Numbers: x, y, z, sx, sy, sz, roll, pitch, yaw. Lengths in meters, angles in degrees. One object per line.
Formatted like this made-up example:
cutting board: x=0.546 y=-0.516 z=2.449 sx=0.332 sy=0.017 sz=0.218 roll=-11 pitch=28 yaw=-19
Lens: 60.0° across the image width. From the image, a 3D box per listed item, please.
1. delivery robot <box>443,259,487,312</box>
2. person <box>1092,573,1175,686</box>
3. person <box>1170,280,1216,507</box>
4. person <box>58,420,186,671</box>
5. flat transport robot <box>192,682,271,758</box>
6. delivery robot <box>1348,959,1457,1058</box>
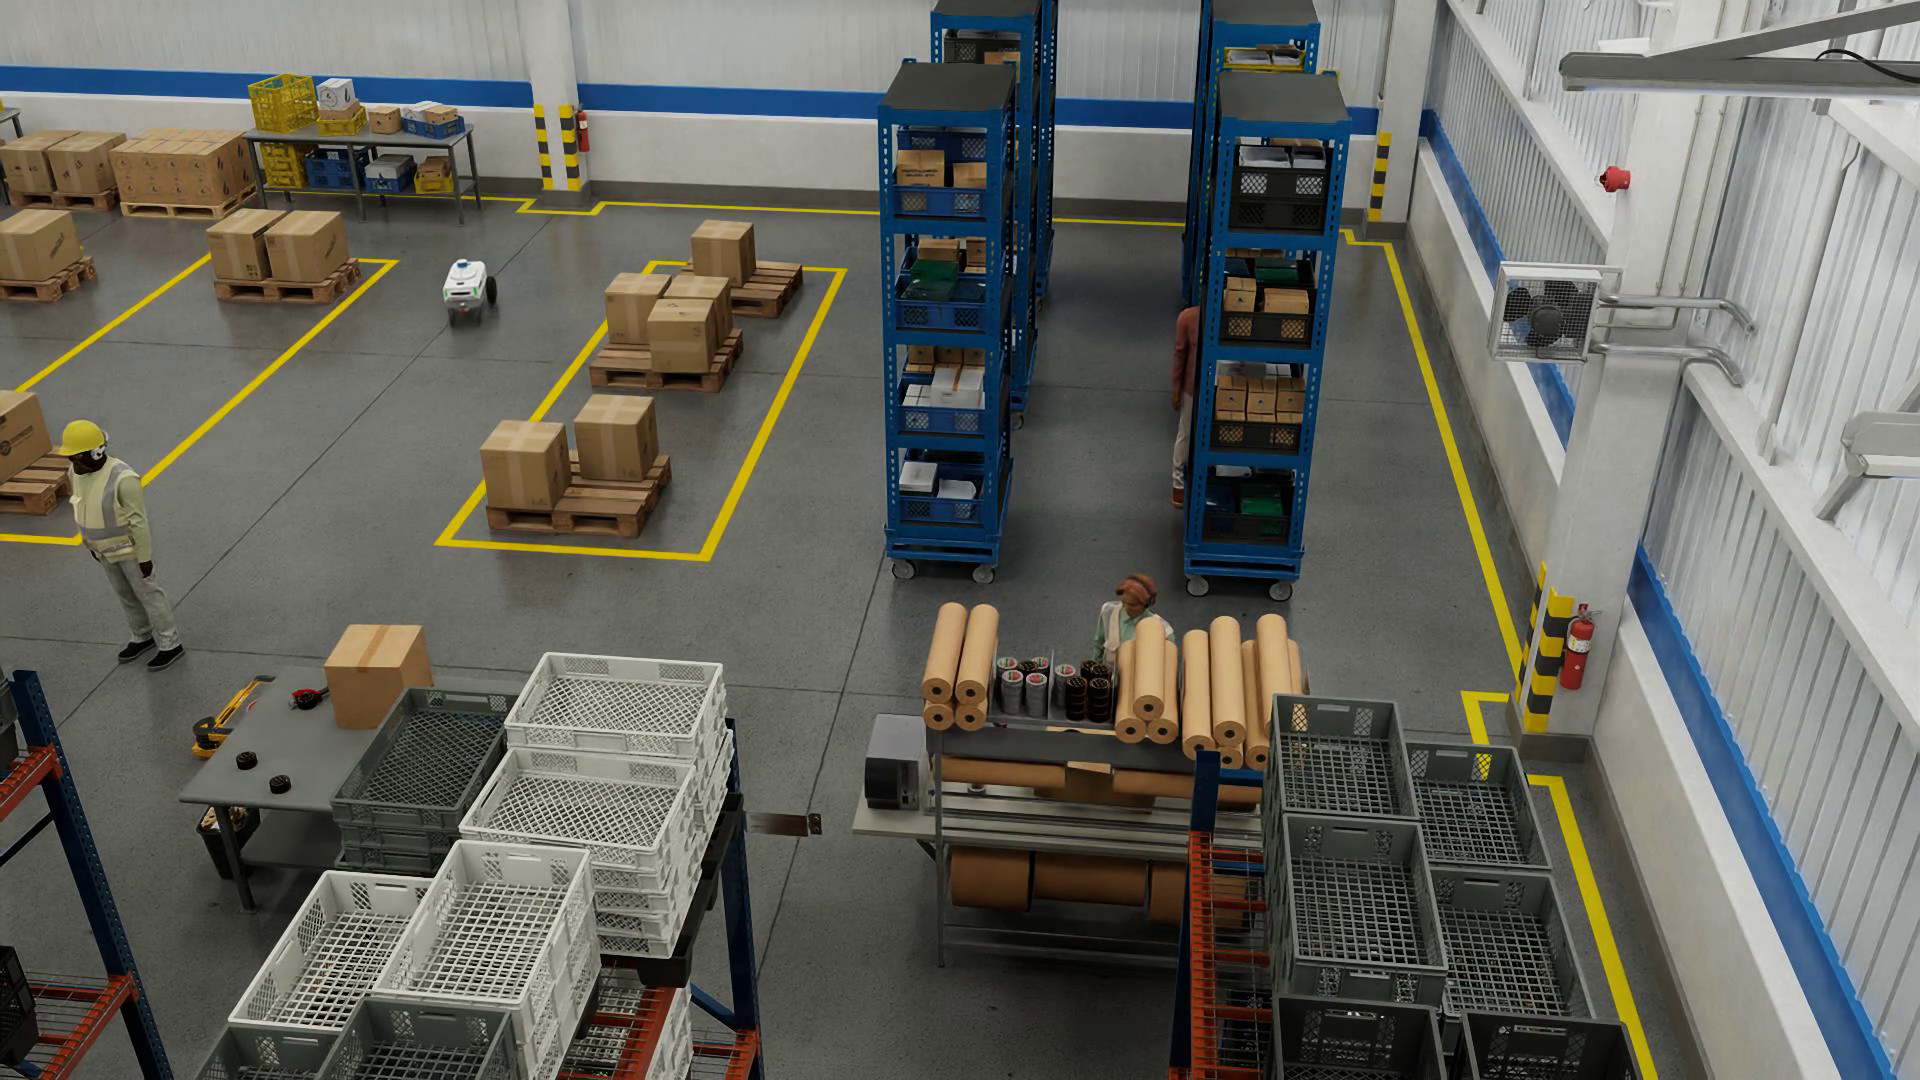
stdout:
delivery robot: x=-4.968 y=-2.575 z=16.699 sx=0.477 sy=0.478 sz=0.707 roll=-4 pitch=30 yaw=-6
person: x=0.997 y=0.898 z=9.754 sx=0.511 sy=1.638 sz=0.307 roll=20 pitch=35 yaw=30
person: x=1.946 y=-1.190 z=13.000 sx=0.609 sy=1.985 sz=0.392 roll=-4 pitch=30 yaw=-7
person: x=-5.606 y=0.029 z=11.068 sx=0.596 sy=1.826 sz=0.403 roll=14 pitch=33 yaw=23
flat transport robot: x=-4.089 y=1.163 z=10.648 sx=1.431 sy=0.197 sz=0.652 roll=3 pitch=30 yaw=6
delivery robot: x=2.174 y=2.303 z=8.320 sx=0.707 sy=0.478 sz=0.477 roll=-25 pitch=39 yaw=-36
